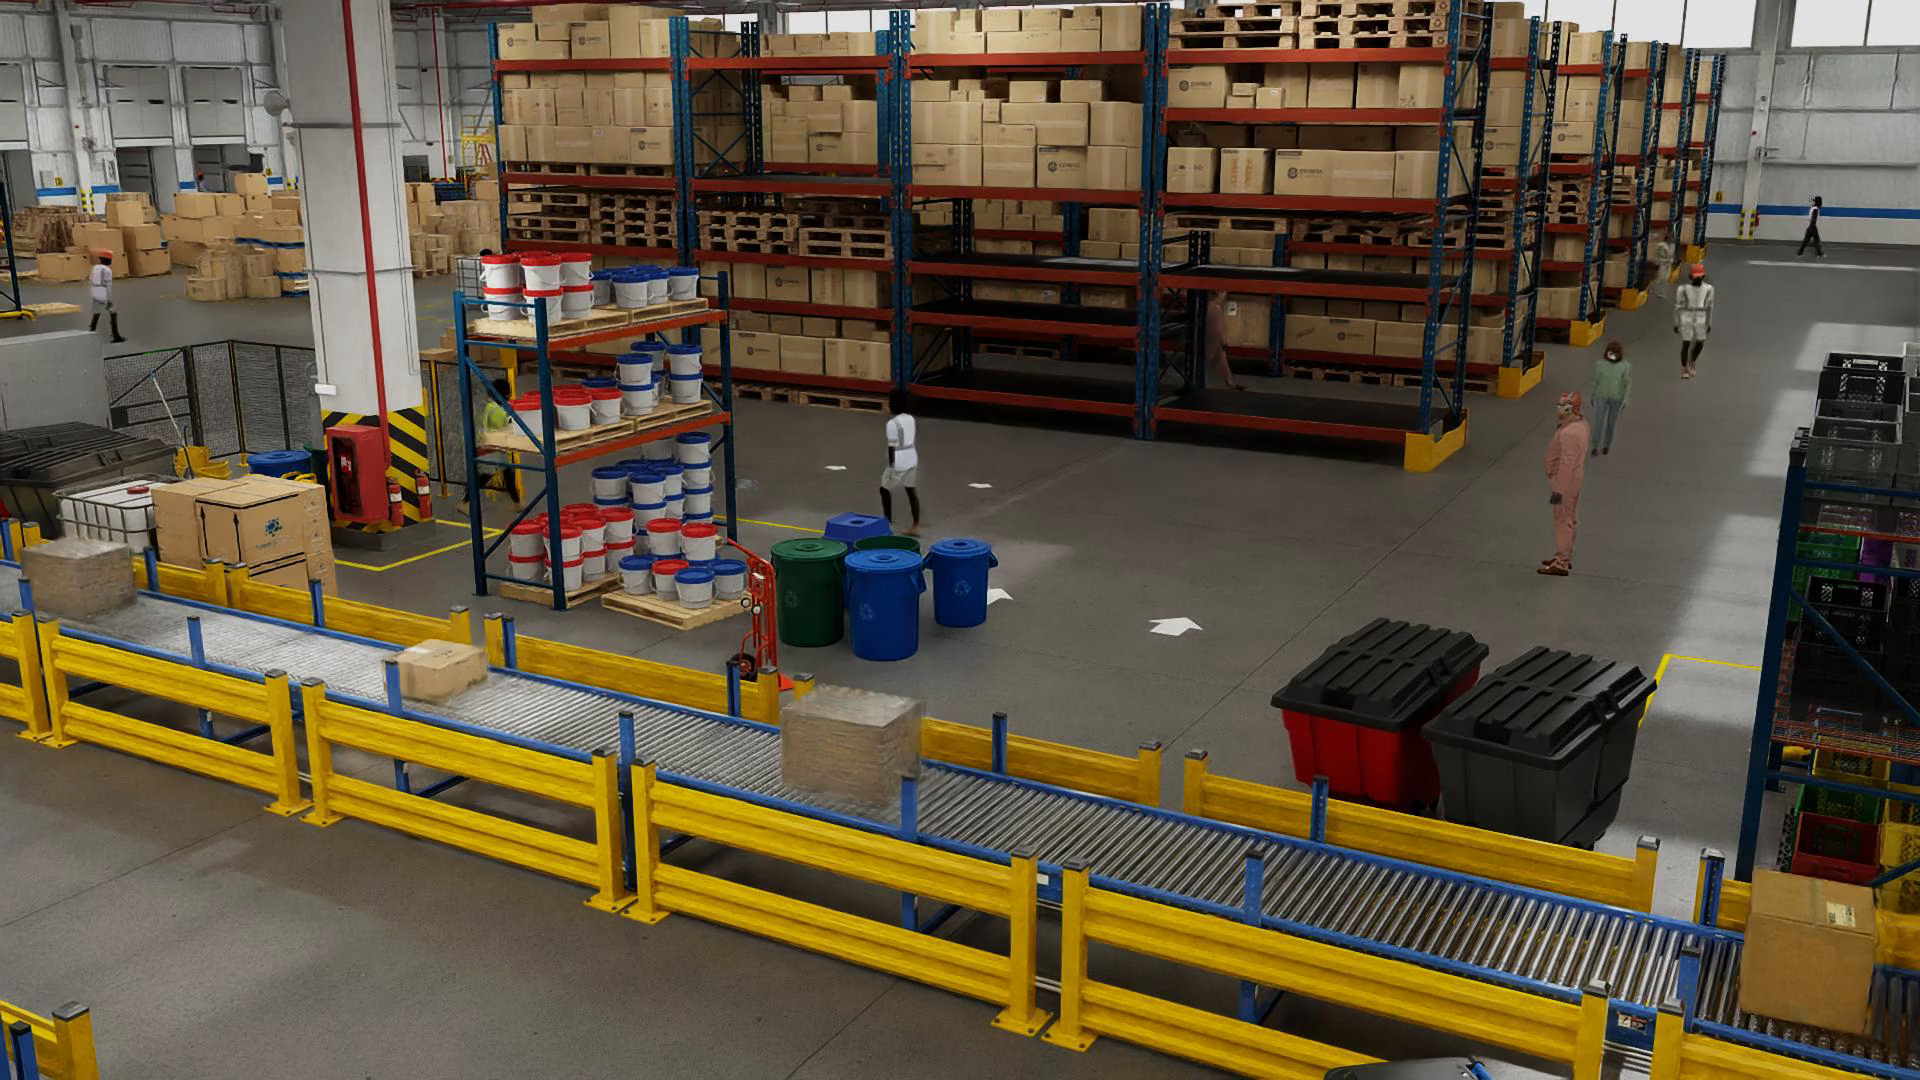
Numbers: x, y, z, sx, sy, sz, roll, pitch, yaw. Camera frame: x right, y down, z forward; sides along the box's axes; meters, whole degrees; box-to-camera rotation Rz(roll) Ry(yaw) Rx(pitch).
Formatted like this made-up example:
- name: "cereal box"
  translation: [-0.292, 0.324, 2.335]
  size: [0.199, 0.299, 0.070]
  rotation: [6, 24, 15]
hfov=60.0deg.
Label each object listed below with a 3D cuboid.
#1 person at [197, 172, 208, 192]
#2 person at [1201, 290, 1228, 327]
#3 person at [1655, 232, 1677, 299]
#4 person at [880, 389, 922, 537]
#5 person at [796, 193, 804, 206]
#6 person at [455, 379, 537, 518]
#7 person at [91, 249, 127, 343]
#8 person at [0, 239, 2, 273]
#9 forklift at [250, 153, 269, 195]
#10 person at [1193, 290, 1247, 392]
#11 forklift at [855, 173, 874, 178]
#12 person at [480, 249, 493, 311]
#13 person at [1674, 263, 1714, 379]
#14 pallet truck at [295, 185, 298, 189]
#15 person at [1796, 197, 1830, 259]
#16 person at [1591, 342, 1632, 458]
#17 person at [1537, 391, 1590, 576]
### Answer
- name: "person"
  translation: [-30.955, -14.137, 68.162]
  size: [1.021, 1.889, 0.557]
  rotation: [-11, 19, -37]
- name: "person"
  translation: [5.307, -4.984, 33.765]
  size: [1.045, 1.887, 0.627]
  rotation: [13, 19, 39]
- name: "person"
  translation: [17.313, -6.727, 40.781]
  size: [0.619, 1.619, 0.408]
  rotation: [-6, 16, -23]
- name: "person"
  translation: [-0.722, -0.859, 18.639]
  size: [0.695, 1.666, 0.551]
  rotation: [9, 17, 31]
- name: "person"
  translation: [-5.336, -11.125, 56.834]
  size: [0.589, 1.891, 0.914]
  rotation: [4, 15, 14]
- name: "person"
  translation: [-5.516, -1.072, 19.502]
  size: [0.903, 1.644, 0.534]
  rotation: [-5, 16, -18]
- name: "person"
  translation: [-17.178, -4.848, 33.283]
  size: [0.549, 1.880, 0.717]
  rotation: [6, 16, 23]
- name: "person"
  translation: [-27.323, -8.456, 46.870]
  size: [0.514, 1.843, 0.327]
  rotation: [-5, 16, -20]
- name: "forklift"
  translation: [-25.800, -12.825, 61.311]
  size: [1.873, 2.768, 1.129]
  rotation: [-8, 17, -29]
- name: "person"
  translation: [4.246, -3.289, 27.437]
  size: [1.000, 1.854, 0.649]
  rotation: [3, 15, 10]
- name: "forklift"
  translation: [-3.452, -12.630, 60.579]
  size: [1.873, 2.768, 1.129]
  rotation: [8, 17, 28]
- name: "person"
  translation: [-9.200, -4.741, 32.686]
  size: [0.372, 1.959, 0.603]
  rotation: [-1, 15, -3]
- name: "person"
  translation: [12.819, -3.816, 29.082]
  size: [0.631, 2.023, 0.431]
  rotation: [3, 15, 12]
- name: "pallet truck"
  translation: [-26.804, -14.617, 69.738]
  size: [1.885, 1.965, 0.823]
  rotation: [-14, 20, -42]
- name: "person"
  translation: [26.272, -9.574, 51.018]
  size: [0.971, 1.872, 0.644]
  rotation: [5, 16, 18]
- name: "person"
  translation: [8.877, -1.906, 22.739]
  size: [0.503, 1.592, 0.812]
  rotation: [6, 16, 22]
- name: "person"
  translation: [6.219, -0.581, 17.164]
  size: [0.400, 1.907, 0.673]
  rotation: [9, 17, 29]
